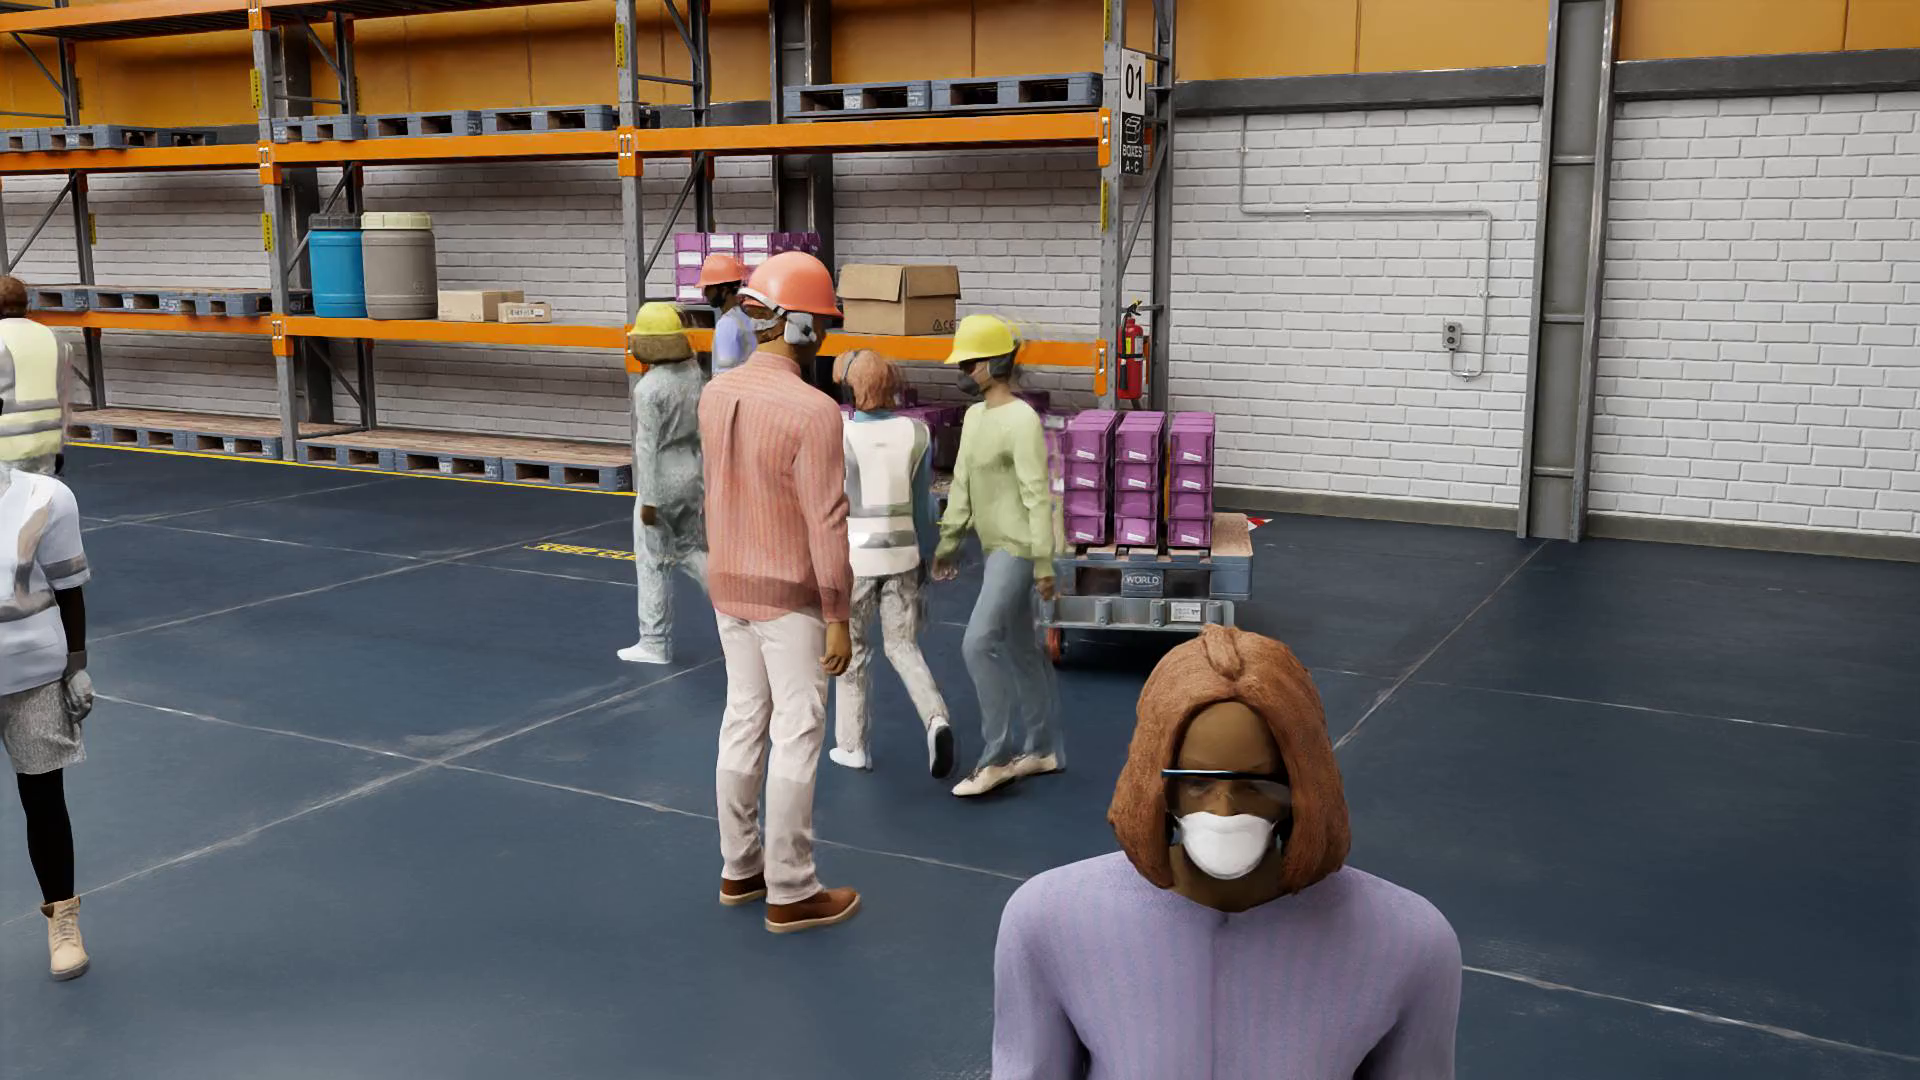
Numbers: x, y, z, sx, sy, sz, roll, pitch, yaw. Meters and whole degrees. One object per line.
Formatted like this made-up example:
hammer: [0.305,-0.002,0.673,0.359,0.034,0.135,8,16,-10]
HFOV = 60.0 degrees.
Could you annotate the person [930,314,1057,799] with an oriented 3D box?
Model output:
person: [0.108,0.060,6.064,0.638,1.742,0.530,-3,11,-18]

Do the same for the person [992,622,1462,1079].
person: [0.274,0.889,1.817,0.508,1.631,0.270,1,10,7]

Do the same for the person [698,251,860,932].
person: [-0.515,0.161,4.871,0.411,1.980,0.624,-9,14,-42]

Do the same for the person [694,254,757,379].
person: [-1.424,-0.775,10.160,0.564,1.912,0.571,1,10,7]

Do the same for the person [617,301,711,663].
person: [-1.318,-0.250,7.781,0.641,1.724,0.494,5,12,26]

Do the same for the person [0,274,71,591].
person: [-4.996,-0.486,8.820,0.449,1.828,0.644,4,11,19]

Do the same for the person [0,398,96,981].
person: [-2.607,0.377,4.449,0.540,1.695,0.317,-5,11,-25]

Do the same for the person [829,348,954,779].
person: [-0.285,0.107,6.124,0.514,1.619,0.633,-6,12,-29]
